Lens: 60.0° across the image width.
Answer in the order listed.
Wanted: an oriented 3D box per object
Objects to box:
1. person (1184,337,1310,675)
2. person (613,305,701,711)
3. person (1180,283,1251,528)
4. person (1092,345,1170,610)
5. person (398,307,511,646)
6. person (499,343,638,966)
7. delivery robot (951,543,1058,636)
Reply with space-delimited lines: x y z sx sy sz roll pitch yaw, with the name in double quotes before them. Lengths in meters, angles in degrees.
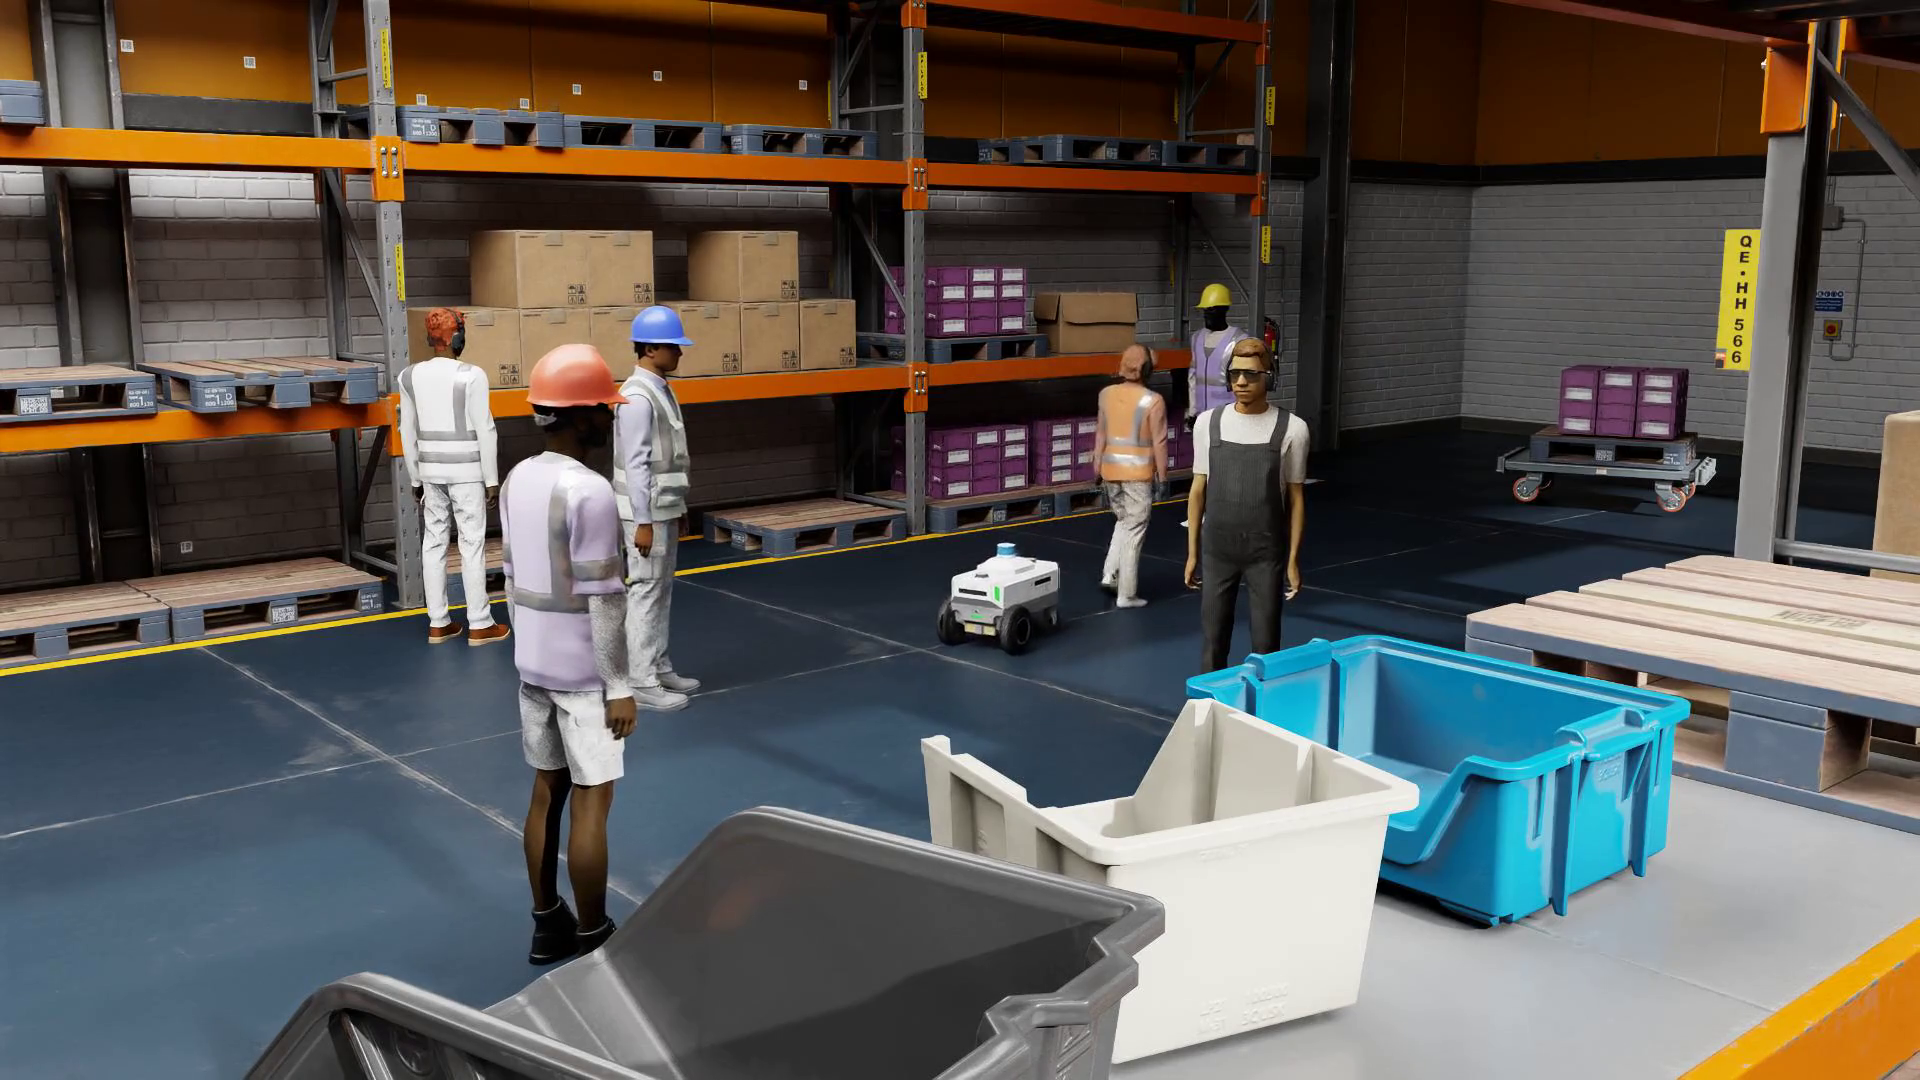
"person" 1.206 0.068 7.056 0.504 1.847 0.344 4 11 20
"person" -1.463 -0.149 8.008 0.410 1.944 0.612 0 10 1
"person" 1.992 -1.019 12.916 0.388 1.926 0.590 -8 13 -40
"person" 1.056 -0.380 10.170 0.381 1.622 0.539 -10 14 -44
"person" -2.820 -0.346 9.271 0.573 1.883 0.355 3 11 16
"person" -1.157 0.379 5.055 0.373 1.939 0.545 -9 14 -42
"delivery robot" 0.259 0.261 9.325 0.477 0.478 0.707 6 12 32
